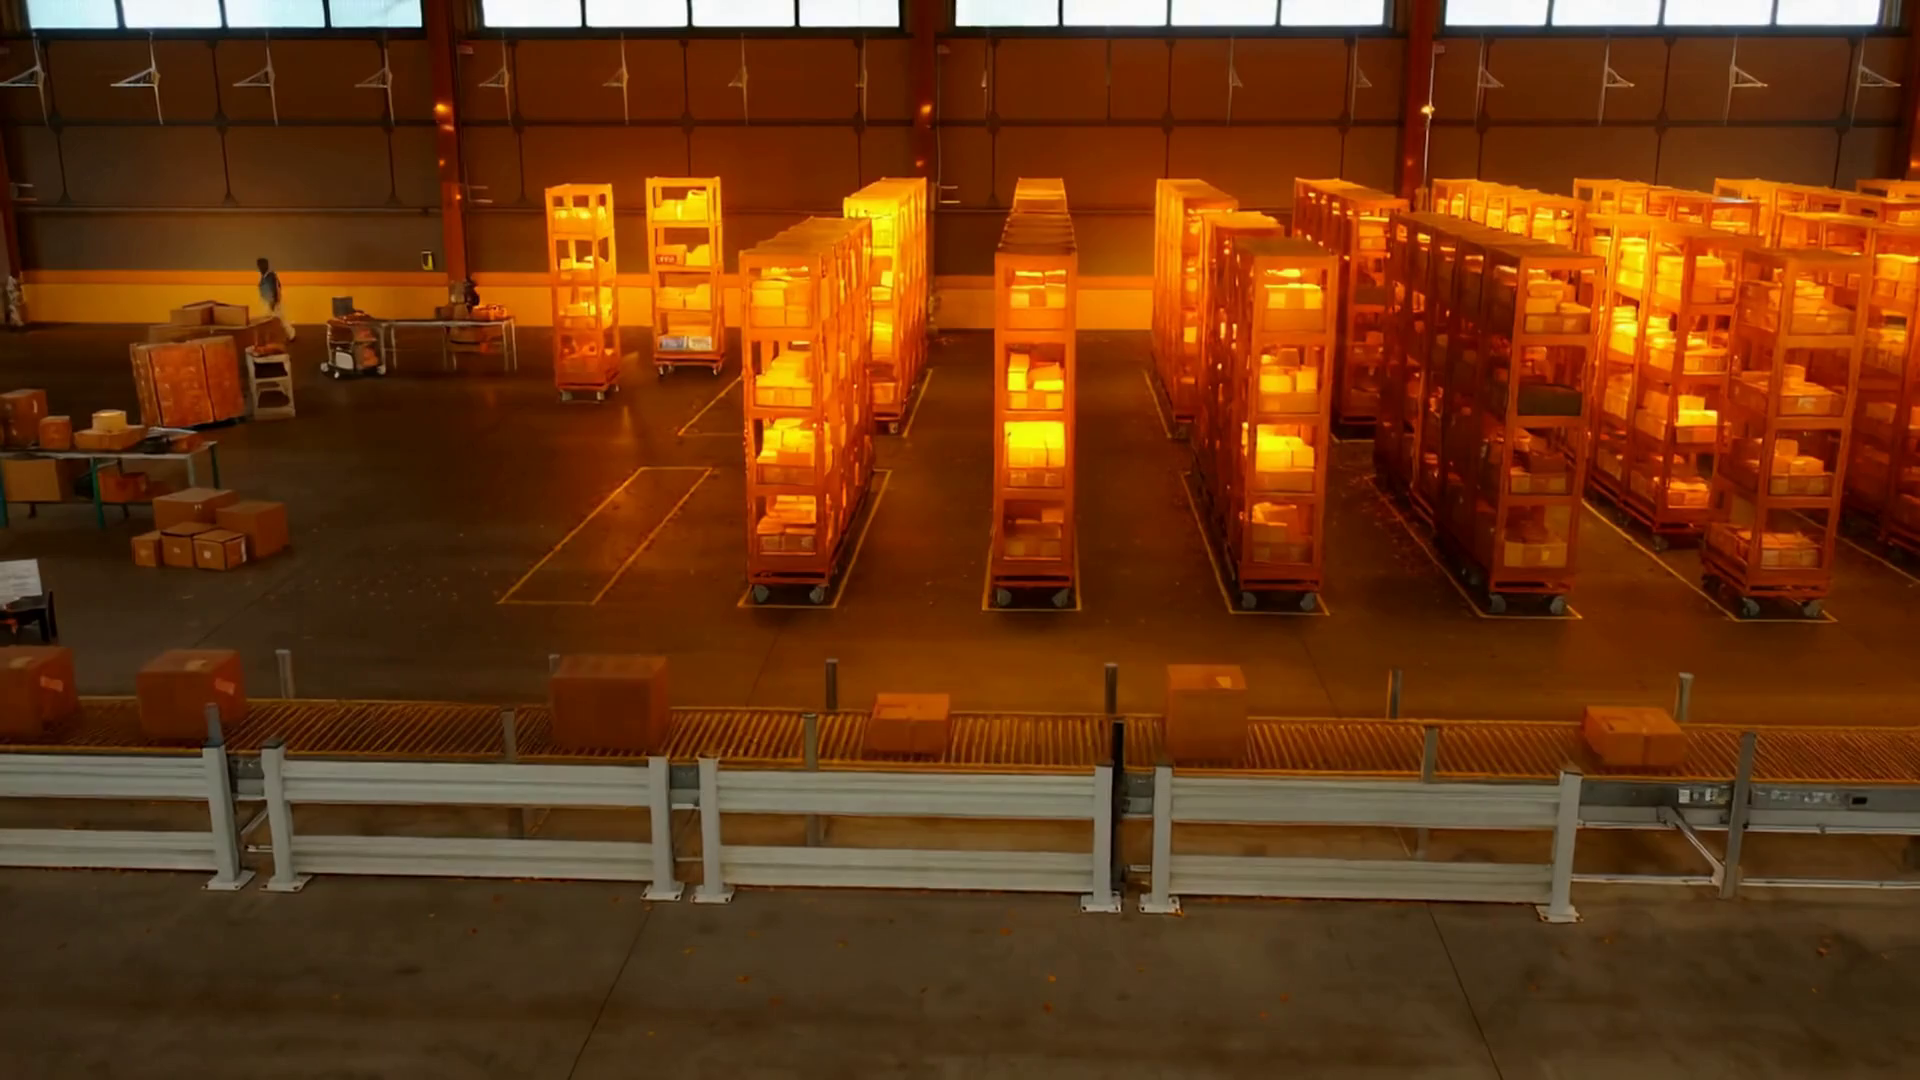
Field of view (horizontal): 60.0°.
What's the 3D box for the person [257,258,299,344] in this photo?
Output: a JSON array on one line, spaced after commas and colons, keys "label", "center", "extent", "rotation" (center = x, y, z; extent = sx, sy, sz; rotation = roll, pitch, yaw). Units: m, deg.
[{"label": "person", "center": [-14.177, -4.958, 34.543], "extent": [0.682, 1.810, 0.644], "rotation": [-11, 19, -36]}]
